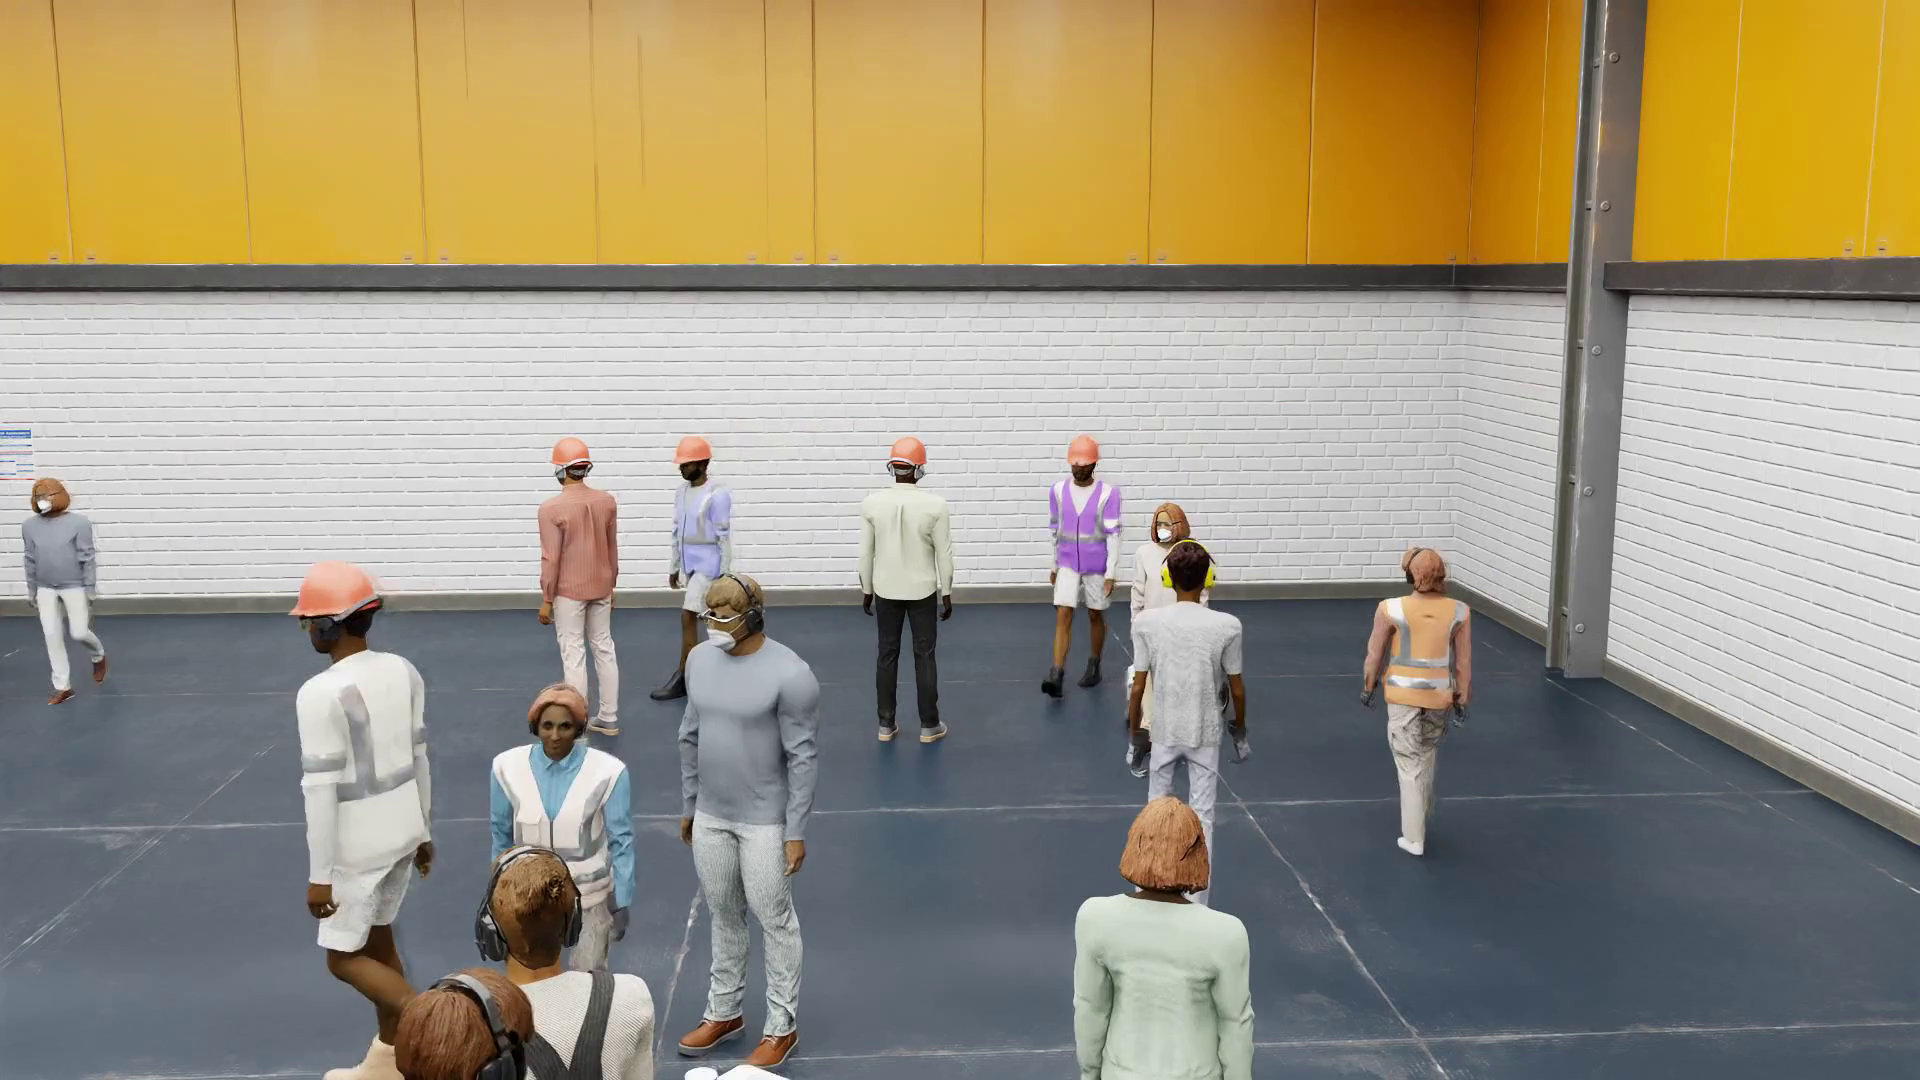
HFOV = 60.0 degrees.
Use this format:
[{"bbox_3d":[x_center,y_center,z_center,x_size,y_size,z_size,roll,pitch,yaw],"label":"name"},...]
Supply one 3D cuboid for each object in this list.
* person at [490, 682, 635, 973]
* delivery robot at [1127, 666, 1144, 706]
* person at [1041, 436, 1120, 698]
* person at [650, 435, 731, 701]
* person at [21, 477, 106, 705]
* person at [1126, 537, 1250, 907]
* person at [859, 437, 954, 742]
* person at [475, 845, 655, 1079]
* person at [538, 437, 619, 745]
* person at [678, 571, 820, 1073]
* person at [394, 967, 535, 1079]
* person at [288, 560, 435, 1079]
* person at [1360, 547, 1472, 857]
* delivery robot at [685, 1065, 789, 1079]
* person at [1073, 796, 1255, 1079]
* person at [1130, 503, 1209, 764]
[{"bbox_3d":[-1.421,1.295,5.929,0.525,1.596,0.746,0,9,-2],"label":"person"},{"bbox_3d":[1.445,0.919,11.301,0.477,0.478,0.707,7,12,39],"label":"delivery robot"},{"bbox_3d":[0.859,0.201,11.946,0.556,1.881,0.992,3,10,18],"label":"person"},{"bbox_3d":[-1.848,0.171,12.108,0.966,1.900,0.558,-8,12,-42],"label":"person"},{"bbox_3d":[-6.395,0.338,11.908,0.497,1.621,0.539,0,9,-2],"label":"person"},{"bbox_3d":[1.037,0.910,7.575,0.532,1.865,0.401,3,9,16],"label":"person"},{"bbox_3d":[-0.342,0.323,10.831,0.622,1.992,0.394,2,9,11],"label":"person"},{"bbox_3d":[-0.895,1.549,3.604,0.508,1.846,0.345,-8,12,-40],"label":"person"},{"bbox_3d":[-2.481,0.328,10.797,0.392,1.995,0.612,7,12,38],"label":"person"},{"bbox_3d":[-0.824,1.065,6.368,0.627,1.934,0.371,6,11,32],"label":"person"},{"bbox_3d":[-0.866,1.658,2.979,0.621,1.835,0.430,5,10,28],"label":"person"},{"bbox_3d":[-2.054,1.080,5.964,0.686,2.030,0.638,2,9,12],"label":"person"},{"bbox_3d":[2.396,0.830,8.846,0.519,1.614,0.662,-1,9,-7],"label":"person"},{"bbox_3d":[-0.802,1.893,5.190,0.477,0.478,0.707,6,11,35],"label":"delivery robot"},{"bbox_3d":[0.556,1.501,4.563,0.498,1.634,0.279,4,10,21],"label":"person"},{"bbox_3d":[1.297,0.575,10.379,0.503,1.633,0.280,4,10,26],"label":"person"}]
